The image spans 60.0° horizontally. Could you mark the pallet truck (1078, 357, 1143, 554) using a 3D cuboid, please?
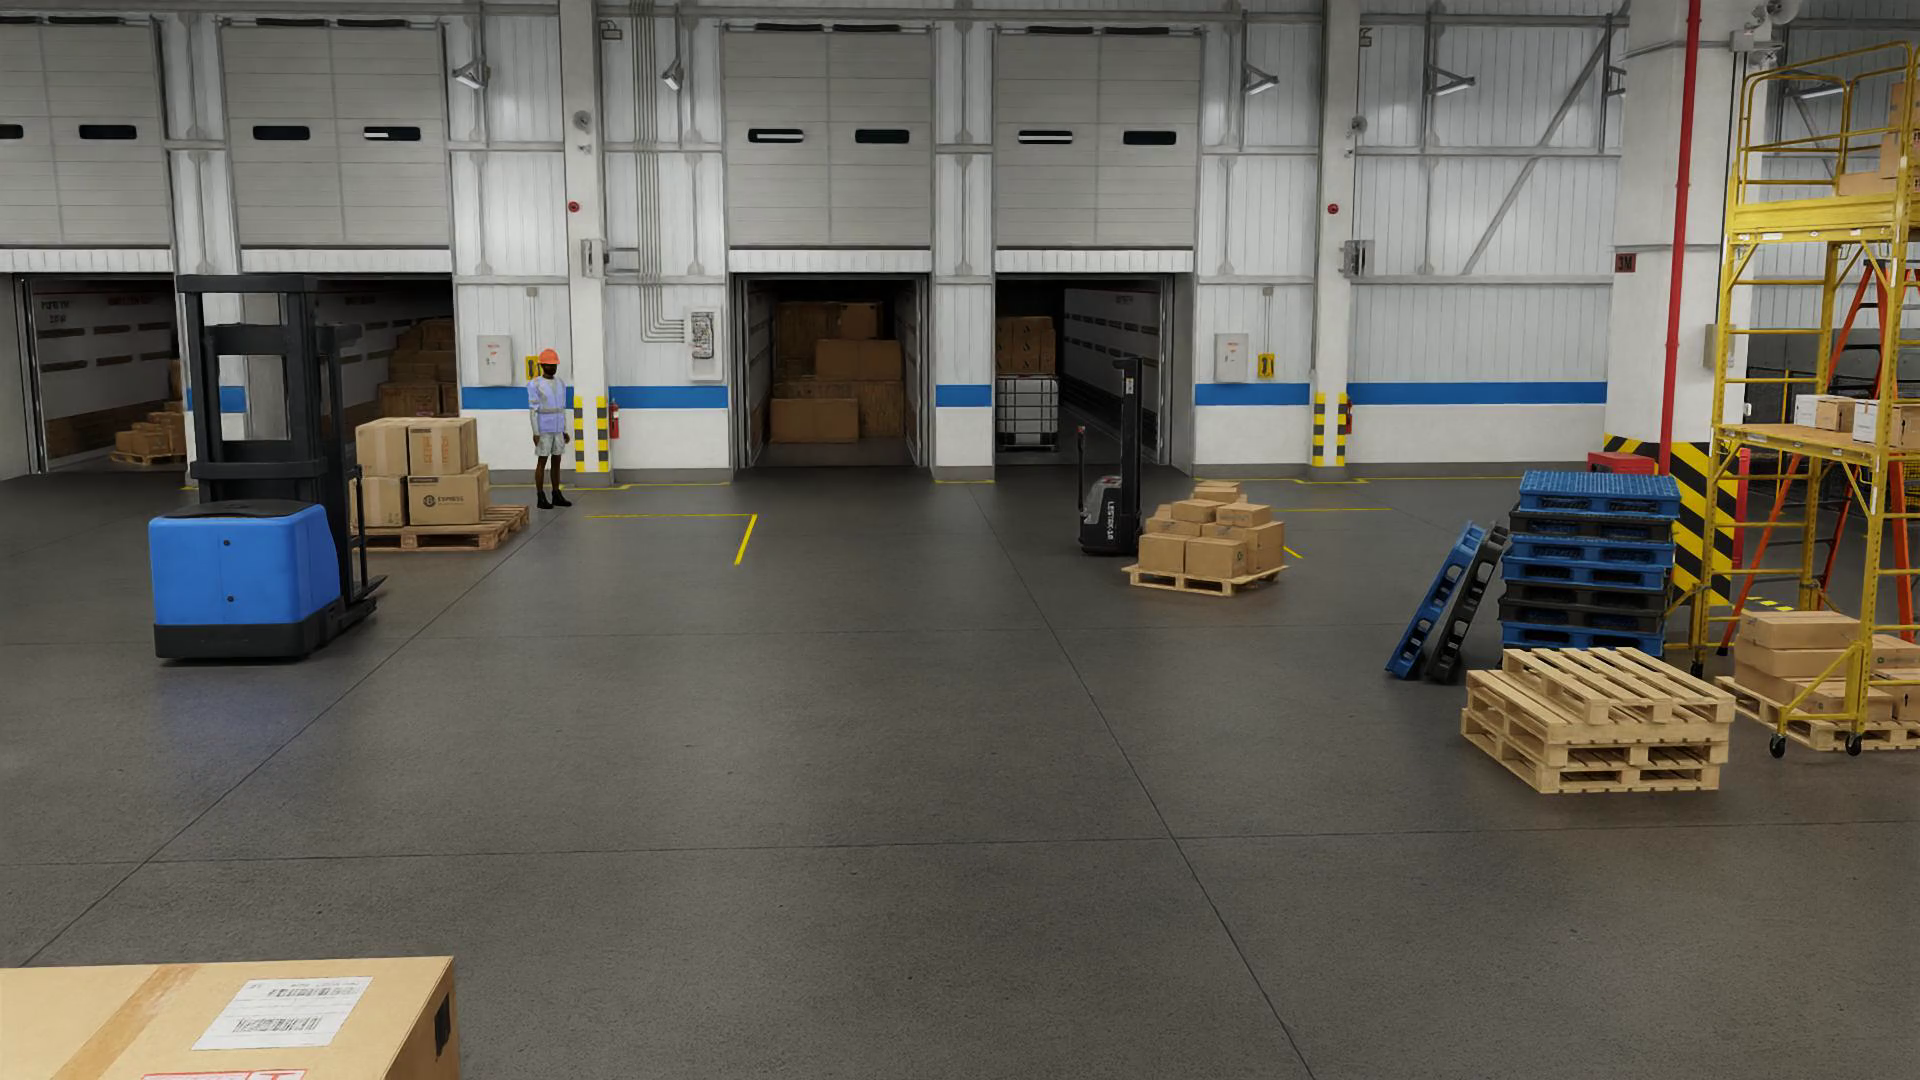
[{"bbox_3d":[2.088,-0.836,16.757,1.885,1.965,0.823,2,9,13],"label":"pallet truck"}]

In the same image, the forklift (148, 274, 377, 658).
[{"bbox_3d":[-5.348,-0.627,12.681,1.129,2.768,1.873,-1,9,-4],"label":"forklift"}]

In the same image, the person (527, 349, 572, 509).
[{"bbox_3d":[-4.959,-1.347,20.155,0.354,1.939,0.544,6,11,35],"label":"person"}]
